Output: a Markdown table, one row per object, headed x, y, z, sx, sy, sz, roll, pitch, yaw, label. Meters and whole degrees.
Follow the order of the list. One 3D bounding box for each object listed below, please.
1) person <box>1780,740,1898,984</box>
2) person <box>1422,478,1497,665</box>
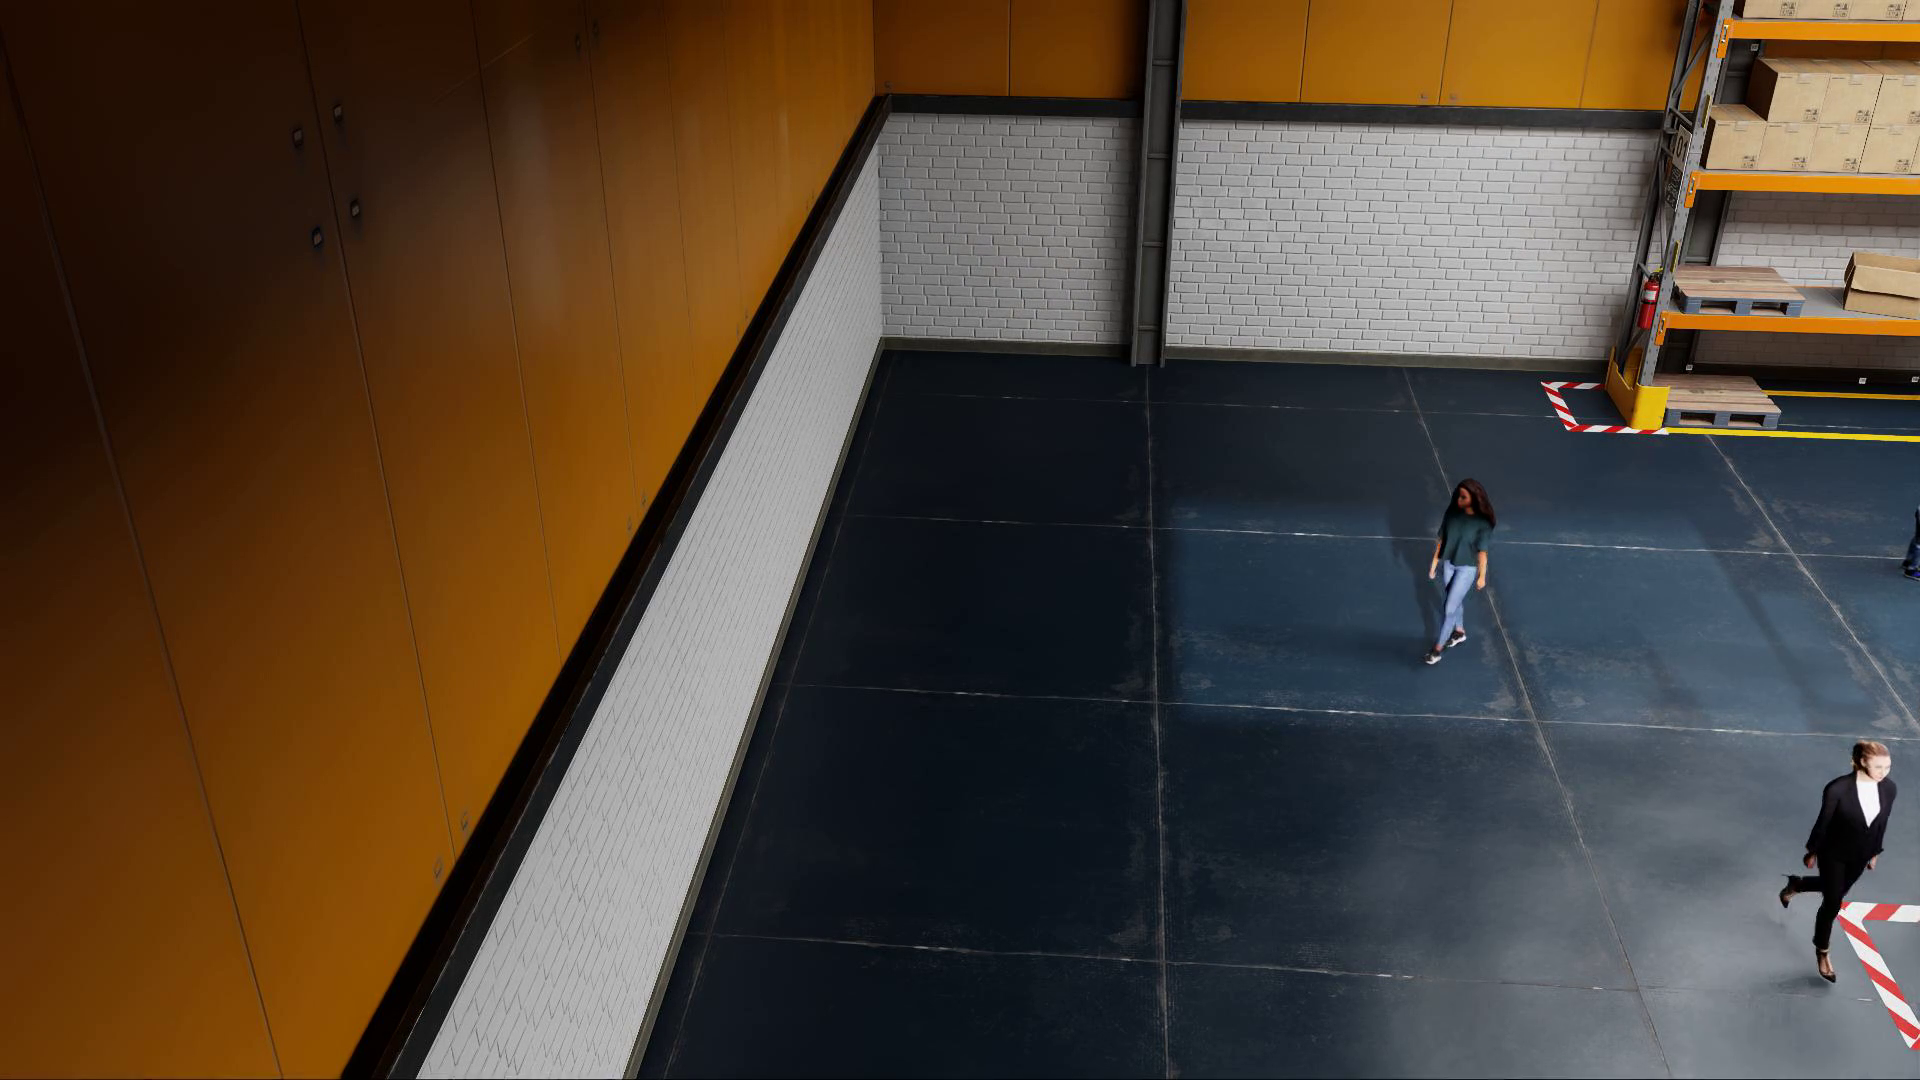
| x | y | z | sx | sy | sz | roll | pitch | yaw | label |
| --- | --- | --- | --- | --- | --- | --- | --- | --- | --- |
| 5.549 | 1.945 | 10.523 | 0.979 | 1.678 | 0.794 | -2 | 29 | -3 | person |
| 4.195 | 0.210 | 13.794 | 0.990 | 1.592 | 0.924 | -21 | 35 | -34 | person |
